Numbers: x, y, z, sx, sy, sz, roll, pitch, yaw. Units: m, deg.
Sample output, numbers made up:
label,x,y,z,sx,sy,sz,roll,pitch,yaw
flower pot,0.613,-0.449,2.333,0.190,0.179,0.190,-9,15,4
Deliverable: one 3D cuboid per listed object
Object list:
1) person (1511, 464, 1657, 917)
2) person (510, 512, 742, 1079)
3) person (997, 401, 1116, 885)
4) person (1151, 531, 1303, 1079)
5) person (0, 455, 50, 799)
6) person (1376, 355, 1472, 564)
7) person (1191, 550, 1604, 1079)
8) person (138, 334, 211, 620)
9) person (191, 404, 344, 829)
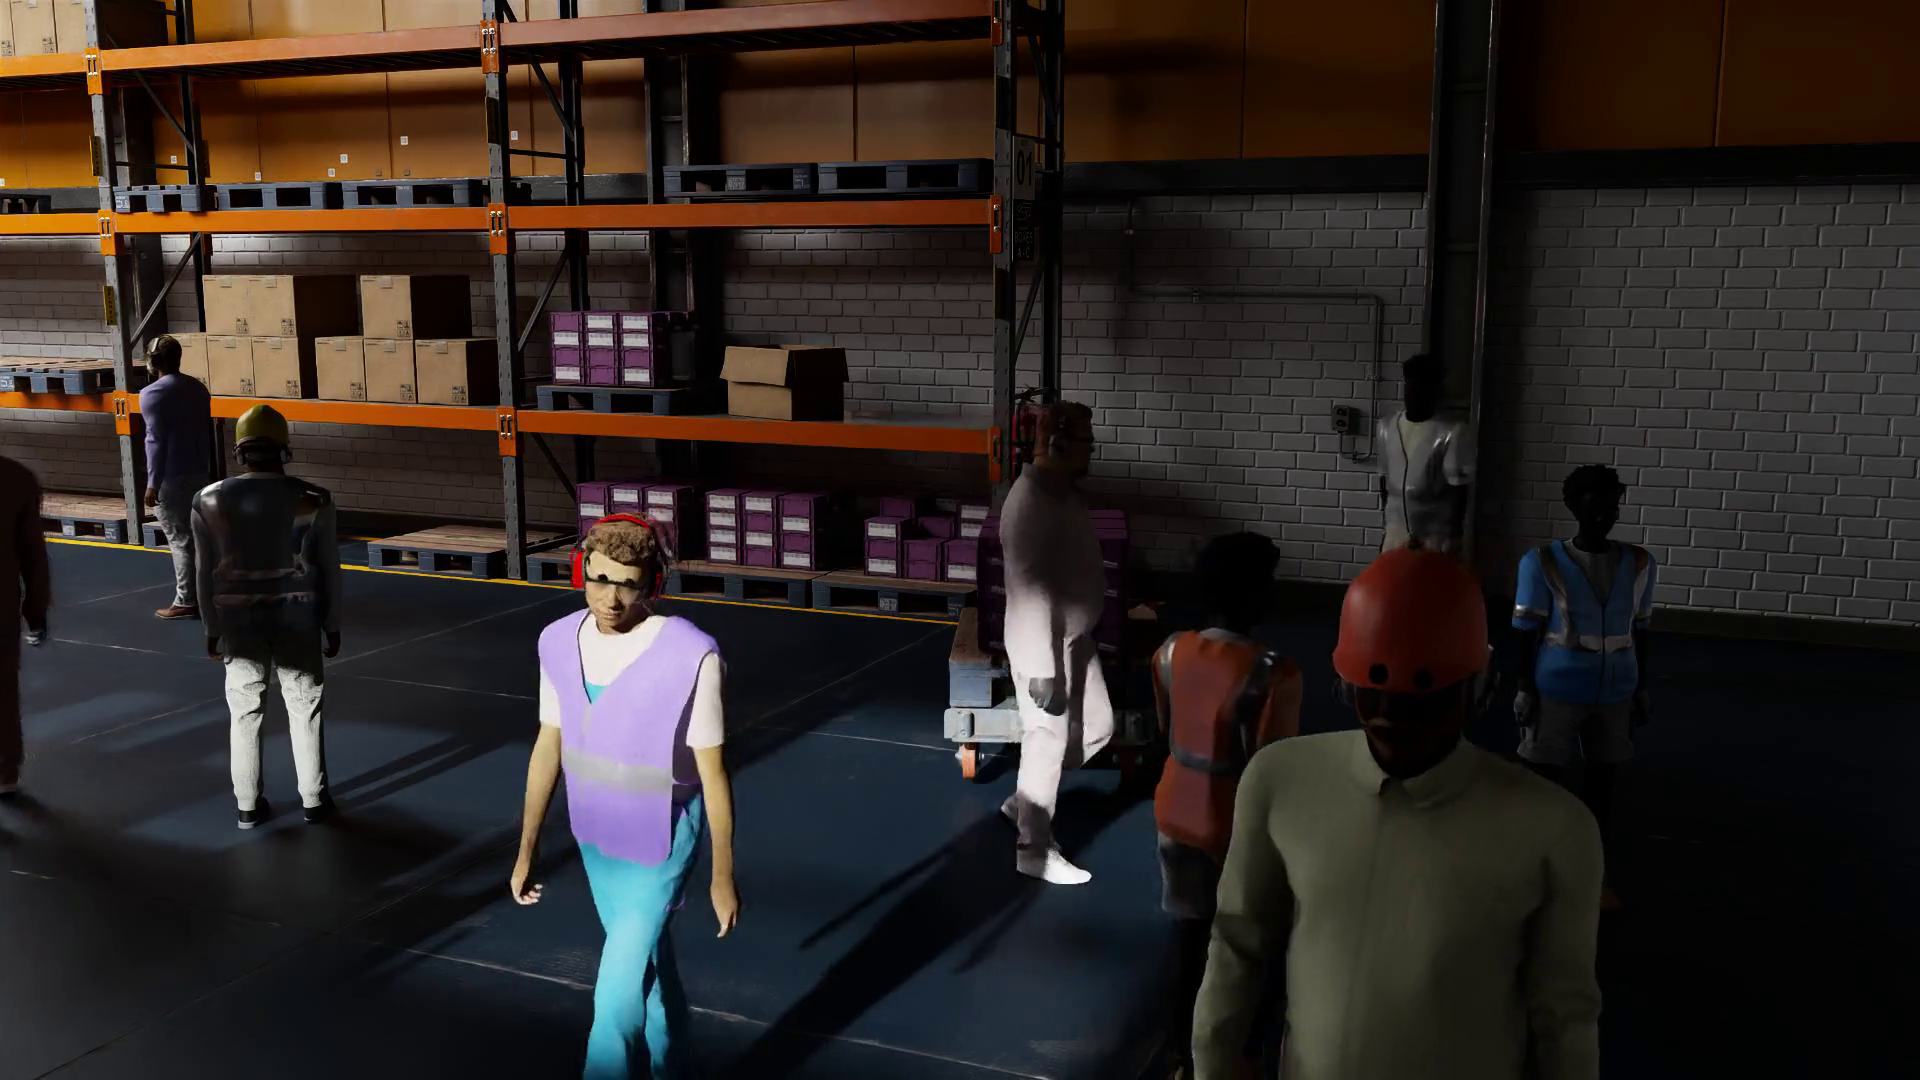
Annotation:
label,x,y,z,sx,sy,sz,roll,pitch,yaw
person,2.294,0.561,6.142,0.541,1.695,0.316,-1,10,-4
person,-0.921,0.828,4.226,0.624,1.793,0.904,7,12,35
person,0.387,0.405,6.483,0.434,1.892,0.675,3,10,16
person,0.765,0.808,4.706,0.378,1.686,0.540,-8,13,-41
person,-4.369,0.290,7.232,0.821,1.878,0.650,9,13,44
person,2.576,-0.092,9.385,0.640,1.905,0.982,9,13,43
person,0.681,0.990,2.751,0.640,1.972,0.646,7,12,36
person,-5.312,-0.421,11.299,0.372,1.939,0.629,2,10,10
person,-2.952,0.332,7.150,0.585,1.824,0.405,-3,10,-16
